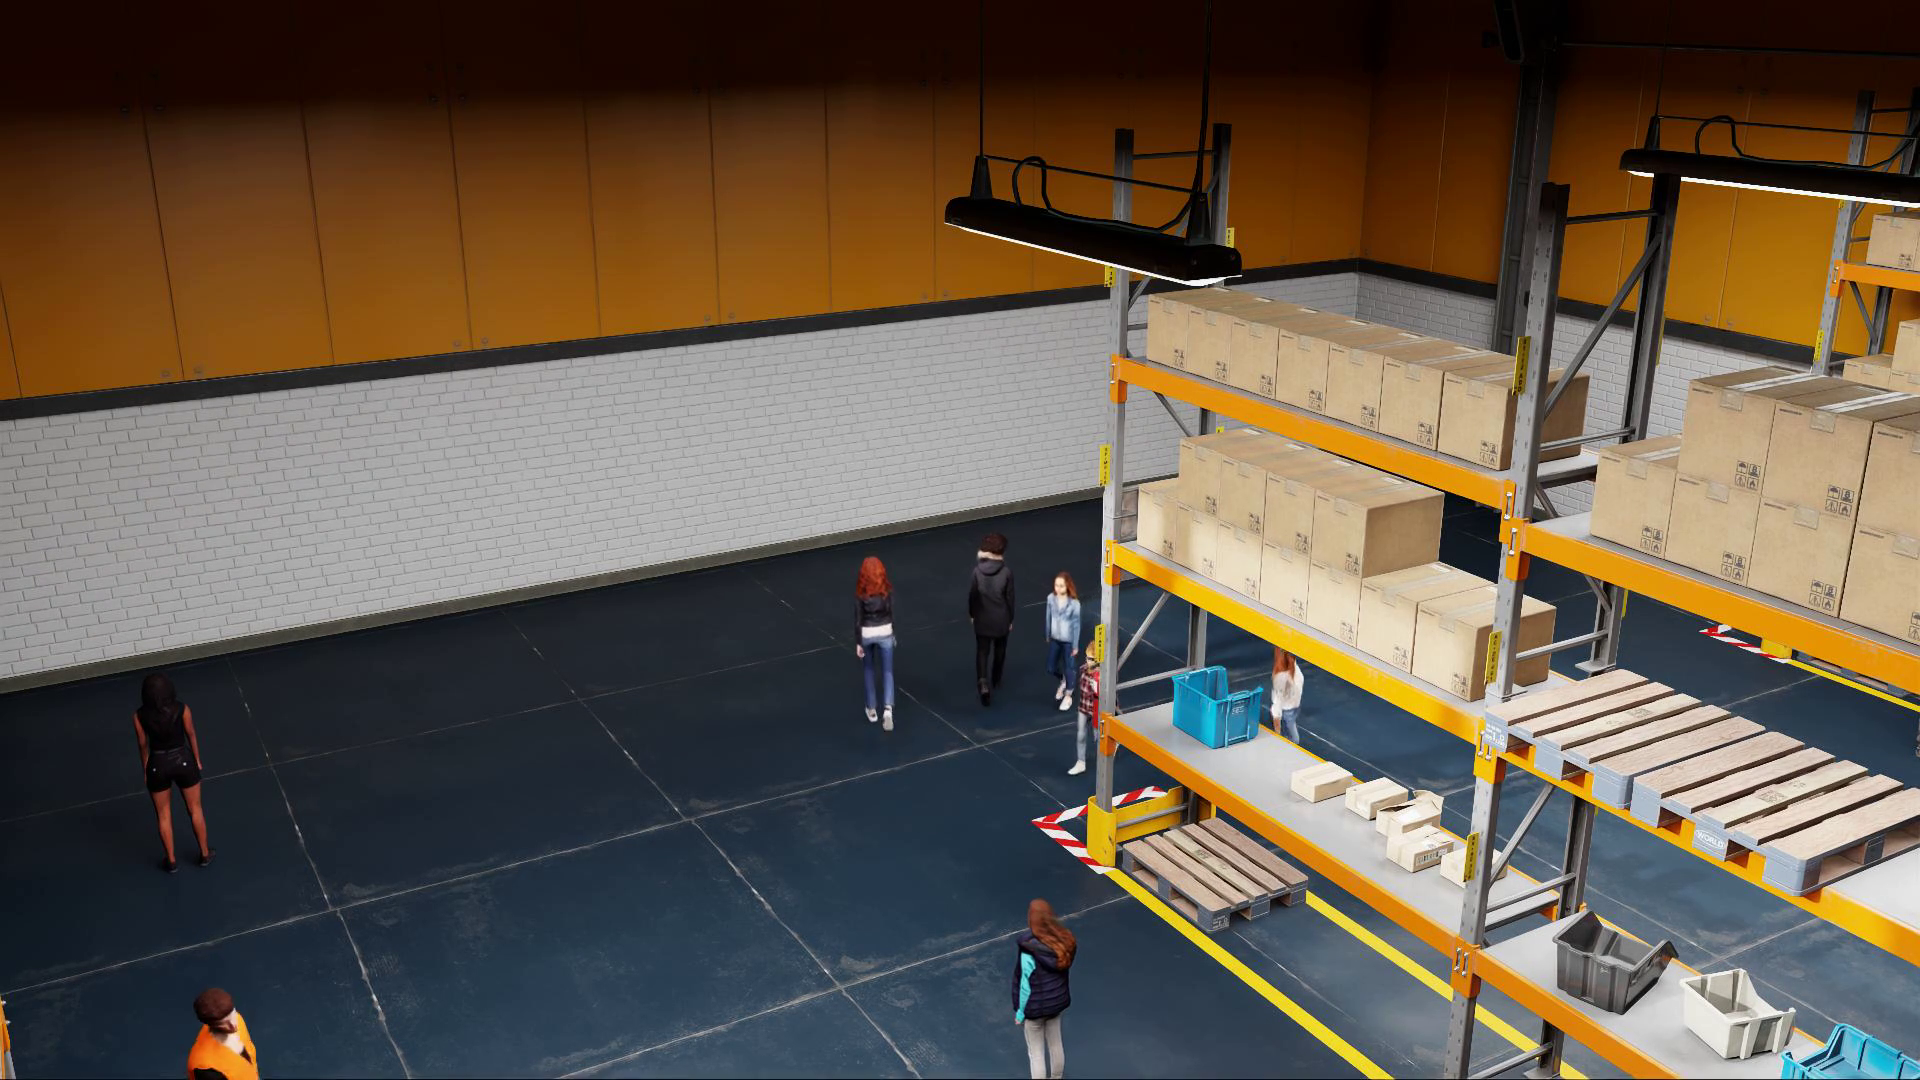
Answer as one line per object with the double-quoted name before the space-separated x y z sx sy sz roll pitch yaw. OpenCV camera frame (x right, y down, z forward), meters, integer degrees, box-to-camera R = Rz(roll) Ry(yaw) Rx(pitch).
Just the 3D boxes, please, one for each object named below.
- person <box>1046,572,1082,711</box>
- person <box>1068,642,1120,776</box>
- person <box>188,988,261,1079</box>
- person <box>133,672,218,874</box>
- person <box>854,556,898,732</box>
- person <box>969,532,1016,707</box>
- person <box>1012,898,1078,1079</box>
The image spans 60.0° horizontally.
"person" 1.090 0.988 16.805 0.680 1.467 0.750 11 21 29
"person" 1.281 1.537 15.453 0.745 1.289 0.847 -18 25 -42
"person" -4.164 3.282 9.404 0.951 1.844 0.849 -7 20 -19
"person" -6.484 1.897 13.678 0.618 1.741 0.538 -8 20 -22
"person" -0.793 1.033 16.193 0.821 1.771 1.113 -3 19 -10
"person" 0.318 0.826 16.854 1.041 1.743 1.214 1 19 4
"person" 0.539 2.999 10.781 0.631 1.500 0.644 -17 25 -40
